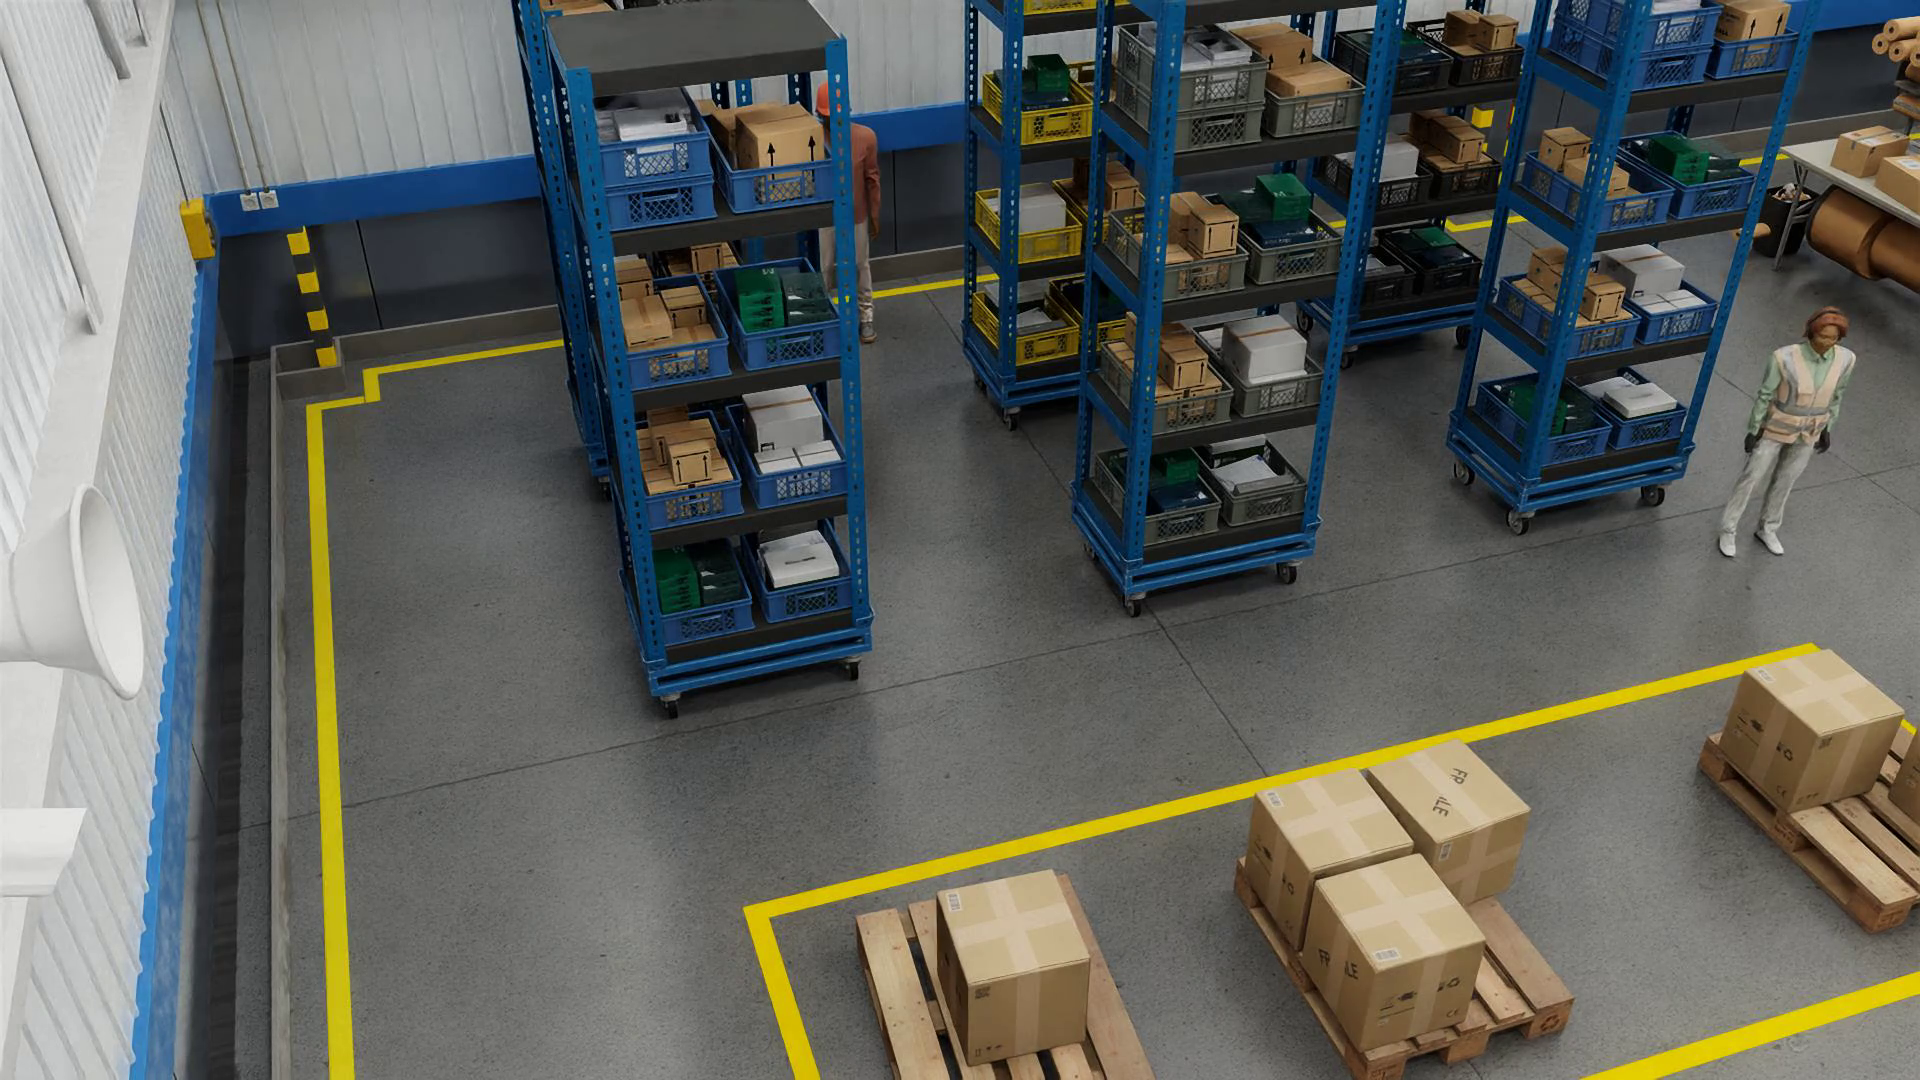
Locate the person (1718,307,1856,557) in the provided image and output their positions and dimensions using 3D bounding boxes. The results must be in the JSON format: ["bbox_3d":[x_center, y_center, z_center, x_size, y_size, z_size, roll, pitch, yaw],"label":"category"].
[{"bbox_3d":[4.851,-0.625,9.740,0.521,1.636,0.311,-2,35,-2],"label":"person"}]

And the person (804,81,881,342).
[{"bbox_3d":[-0.865,-2.309,11.836,0.618,1.986,0.409,-5,36,-7],"label":"person"}]
